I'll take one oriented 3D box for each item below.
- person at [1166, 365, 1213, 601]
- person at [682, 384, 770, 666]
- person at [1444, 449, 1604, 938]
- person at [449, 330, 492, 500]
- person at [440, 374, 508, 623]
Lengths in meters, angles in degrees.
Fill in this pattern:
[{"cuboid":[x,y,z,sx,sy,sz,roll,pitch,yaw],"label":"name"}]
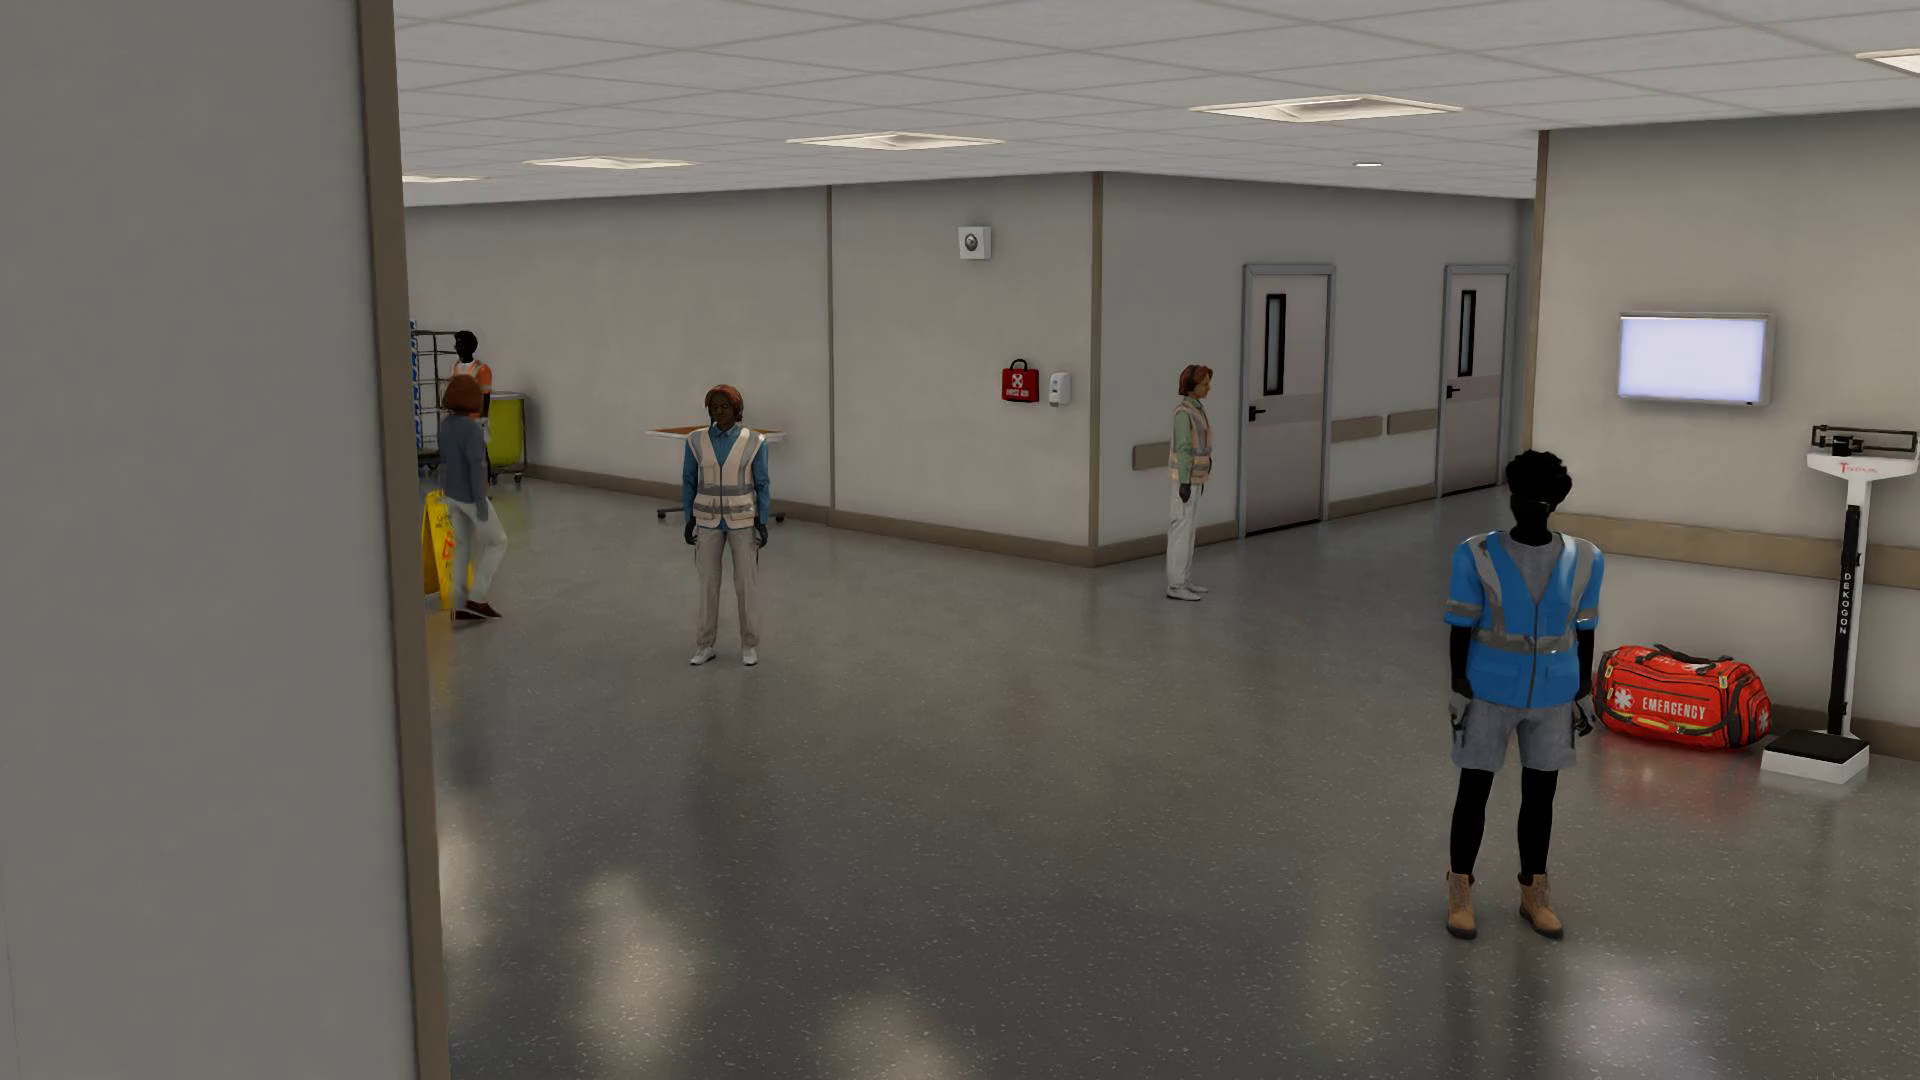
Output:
[{"cuboid":[1.605,-0.404,11.624,0.311,1.636,0.523,3,10,19],"label":"person"},{"cuboid":[-1.353,-0.085,9.653,0.514,1.642,0.310,1,9,4],"label":"person"},{"cuboid":[1.923,0.528,5.715,0.535,1.699,0.322,0,9,2],"label":"person"},{"cuboid":[-4.853,-1.220,16.449,0.532,1.696,0.319,5,10,27],"label":"person"},{"cuboid":[-3.161,-0.263,10.794,0.390,1.617,0.526,-9,13,-44],"label":"person"}]
